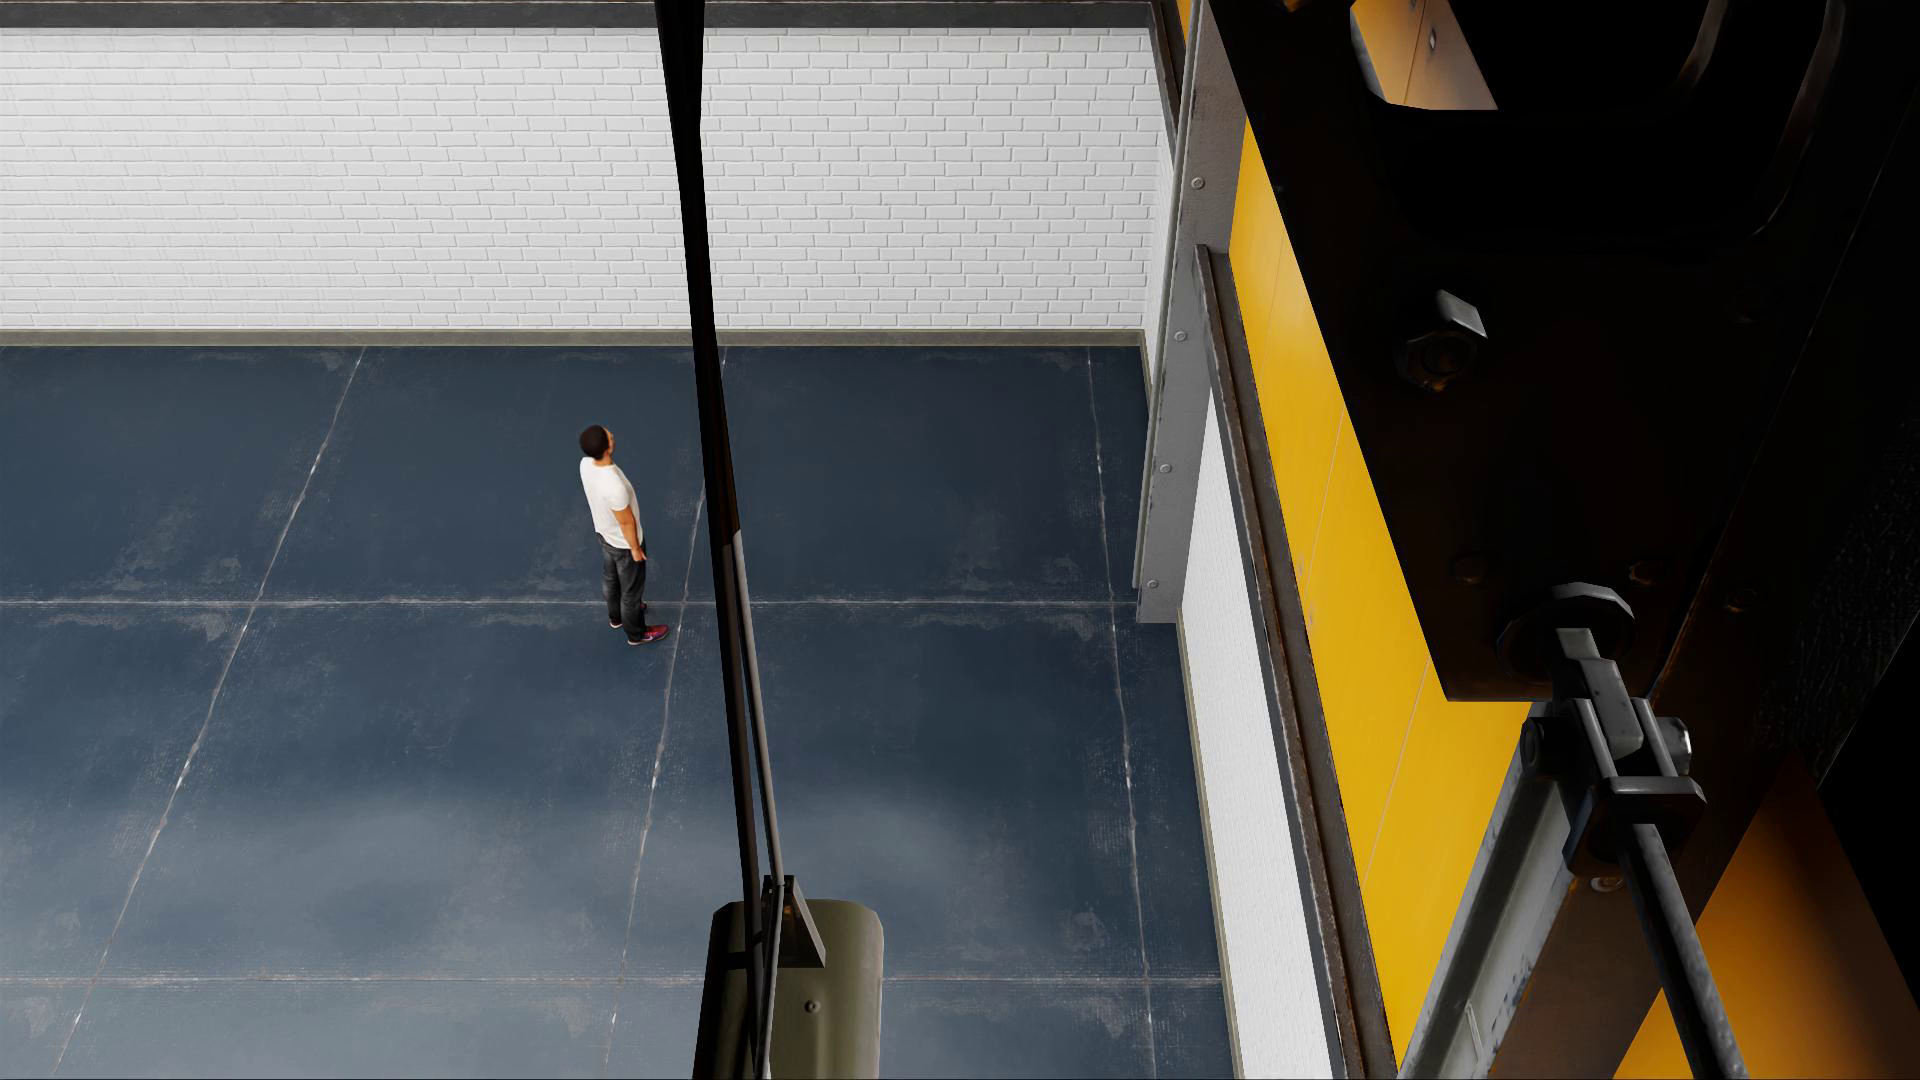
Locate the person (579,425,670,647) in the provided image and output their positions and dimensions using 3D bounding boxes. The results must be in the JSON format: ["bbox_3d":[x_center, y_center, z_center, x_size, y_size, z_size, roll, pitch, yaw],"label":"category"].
[{"bbox_3d":[-2.244,-0.045,10.853,0.778,1.804,0.682,-27,50,-26],"label":"person"}]
